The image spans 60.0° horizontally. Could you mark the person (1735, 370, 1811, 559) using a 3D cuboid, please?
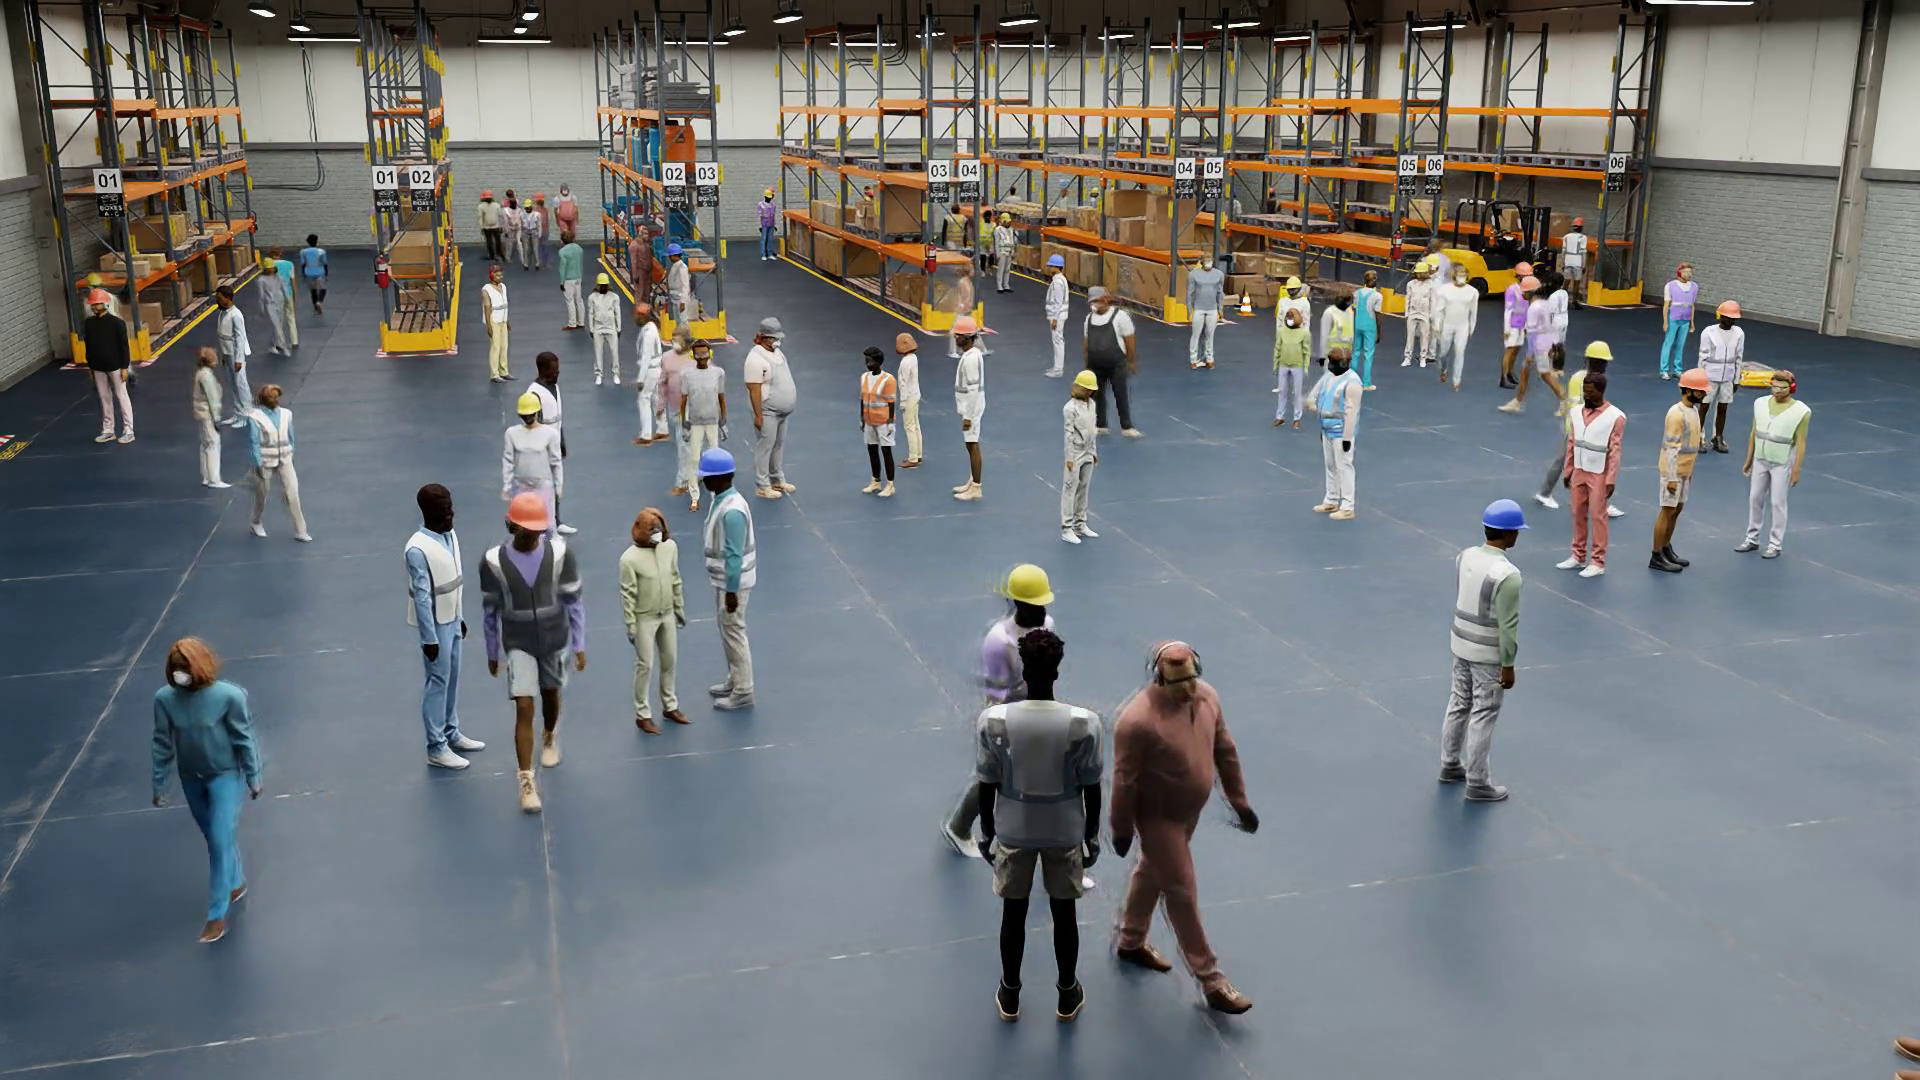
[{"bbox_3d":[7.903,-0.741,16.123,0.395,1.833,0.572,-9,17,-30],"label":"person"}]

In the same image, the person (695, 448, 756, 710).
[{"bbox_3d":[-1.691,0.277,12.103,0.418,1.937,0.618,-4,15,-15],"label":"person"}]

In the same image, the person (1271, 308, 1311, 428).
[{"bbox_3d":[4.473,-2.326,22.469,0.507,1.632,0.268,9,17,30],"label":"person"}]

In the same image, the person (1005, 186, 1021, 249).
[{"bbox_3d":[1.572,-9.474,48.933,0.585,1.856,0.559,2,15,9],"label":"person"}]

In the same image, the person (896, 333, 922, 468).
[{"bbox_3d":[-0.625,-1.686,20.084,0.287,1.626,0.497,3,15,10],"label":"person"}]

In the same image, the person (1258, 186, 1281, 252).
[{"bbox_3d":[8.429,-8.607,45.363,0.638,2.023,0.588,0,15,0],"label":"person"}]

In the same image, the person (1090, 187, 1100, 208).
[{"bbox_3d":[4.054,-9.771,50.280,0.324,1.740,0.492,0,15,0],"label":"person"}]

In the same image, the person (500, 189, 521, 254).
[{"bbox_3d":[-12.803,-9.094,47.537,0.627,1.846,0.429,-1,15,-4],"label":"person"}]

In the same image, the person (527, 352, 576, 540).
[{"bbox_3d":[-4.175,-0.953,16.786,0.397,1.910,0.591,2,15,7],"label":"person"}]

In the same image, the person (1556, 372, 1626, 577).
[{"bbox_3d":[5.902,-0.623,15.544,0.399,1.909,0.598,-8,17,-27],"label":"person"}]

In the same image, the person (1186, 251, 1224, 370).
[{"bbox_3d":[4.015,-3.761,27.285,0.635,1.937,0.359,-2,15,-8],"label":"person"}]

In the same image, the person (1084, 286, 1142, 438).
[{"bbox_3d":[1.988,-2.347,21.770,0.869,2.000,0.535,9,17,31],"label":"person"}]

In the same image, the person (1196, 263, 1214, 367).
[{"bbox_3d":[4.058,-3.744,27.613,0.359,1.742,0.570,7,16,25],"label":"person"}]

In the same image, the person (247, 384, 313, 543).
[{"bbox_3d":[-6.936,-0.789,16.746,0.840,1.602,0.522,12,19,37],"label":"person"}]

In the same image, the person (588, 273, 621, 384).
[{"bbox_3d":[-5.518,-3.284,25.888,0.487,1.738,0.321,-3,15,-10],"label":"person"}]

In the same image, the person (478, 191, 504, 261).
[{"bbox_3d":[-12.899,-8.563,45.428,0.815,1.894,0.551,-4,15,-15],"label":"person"}]

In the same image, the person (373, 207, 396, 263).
[{"bbox_3d":[-15.375,-8.308,44.434,0.746,1.913,0.487,3,15,12],"label":"person"}]

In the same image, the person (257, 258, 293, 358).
[{"bbox_3d":[-11.861,-4.033,28.779,0.894,1.697,0.495,11,18,35],"label":"person"}]

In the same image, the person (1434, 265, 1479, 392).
[{"bbox_3d":[7.561,-3.249,25.408,0.636,1.919,0.784,4,15,13],"label":"person"}]

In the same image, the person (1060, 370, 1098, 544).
[{"bbox_3d":[1.229,-0.844,16.698,0.312,1.736,0.483,12,19,38],"label":"person"}]

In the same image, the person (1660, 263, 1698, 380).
[{"bbox_3d":[11.363,-3.460,26.324,0.566,1.850,0.389,-4,15,-15],"label":"person"}]

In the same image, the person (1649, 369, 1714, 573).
[{"bbox_3d":[6.780,-0.653,15.622,0.390,1.929,0.540,13,20,41],"label":"person"}]

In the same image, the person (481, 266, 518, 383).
[{"bbox_3d":[-7.264,-3.381,26.068,0.404,1.831,0.574,4,15,15],"label":"person"}]

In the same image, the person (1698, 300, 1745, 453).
[{"bbox_3d":[9.511,-2.034,20.812,0.544,1.929,0.387,0,15,0],"label":"person"}]

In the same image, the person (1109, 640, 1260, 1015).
[{"bbox_3d":[1.125,1.369,8.130,0.979,1.844,0.674,13,20,40],"label":"person"}]

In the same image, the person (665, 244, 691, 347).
[{"bbox_3d":[-4.849,-4.134,28.691,0.401,1.938,0.602,-7,16,-24],"label":"person"}]

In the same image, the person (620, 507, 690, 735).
[{"bbox_3d":[-2.146,0.554,11.655,0.278,1.621,0.511,12,19,38],"label":"person"}]

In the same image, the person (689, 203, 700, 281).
[{"bbox_3d":[-6.576,-7.286,40.681,0.425,1.897,0.770,0,15,-1],"label":"person"}]

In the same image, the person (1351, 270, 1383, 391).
[{"bbox_3d":[6.187,-3.183,25.316,0.341,1.839,0.501,-13,20,-41],"label":"person"}]

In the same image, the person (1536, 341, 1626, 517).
[{"bbox_3d":[6.673,-1.202,17.798,0.598,1.871,1.035,-9,17,-30],"label":"person"}]

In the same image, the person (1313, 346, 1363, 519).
[{"bbox_3d":[3.999,-1.141,17.642,0.430,1.833,0.621,-4,15,-15],"label":"person"}]

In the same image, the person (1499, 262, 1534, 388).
[{"bbox_3d":[8.597,-3.320,25.639,0.550,1.933,0.378,-13,20,-41],"label":"person"}]

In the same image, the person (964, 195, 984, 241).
[{"bbox_3d":[0.428,-9.643,49.530,0.706,1.883,0.418,8,17,29],"label":"person"}]

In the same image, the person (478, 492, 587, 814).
[{"bbox_3d":[-2.730,0.637,10.671,0.617,1.981,1.014,-6,16,-21],"label":"person"}]

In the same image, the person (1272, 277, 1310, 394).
[{"bbox_3d":[4.997,-3.077,25.041,0.526,1.769,0.328,11,18,36],"label":"person"}]

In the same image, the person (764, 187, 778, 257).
[{"bbox_3d":[-5.348,-8.953,46.846,0.388,1.929,0.545,5,16,19],"label":"person"}]

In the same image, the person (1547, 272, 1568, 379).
[{"bbox_3d":[9.478,-3.408,26.454,0.334,1.686,0.534,13,20,40],"label":"person"}]

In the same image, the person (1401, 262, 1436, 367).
[{"bbox_3d":[7.613,-3.735,27.571,0.488,1.738,0.323,8,17,27],"label":"person"}]

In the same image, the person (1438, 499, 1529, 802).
[{"bbox_3d":[3.339,0.691,10.544,0.426,1.938,0.604,-4,15,-15],"label":"person"}]

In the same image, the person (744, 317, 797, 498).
[{"bbox_3d":[-2.089,-1.486,18.530,0.535,2.000,0.685,5,16,17],"label":"person"}]
